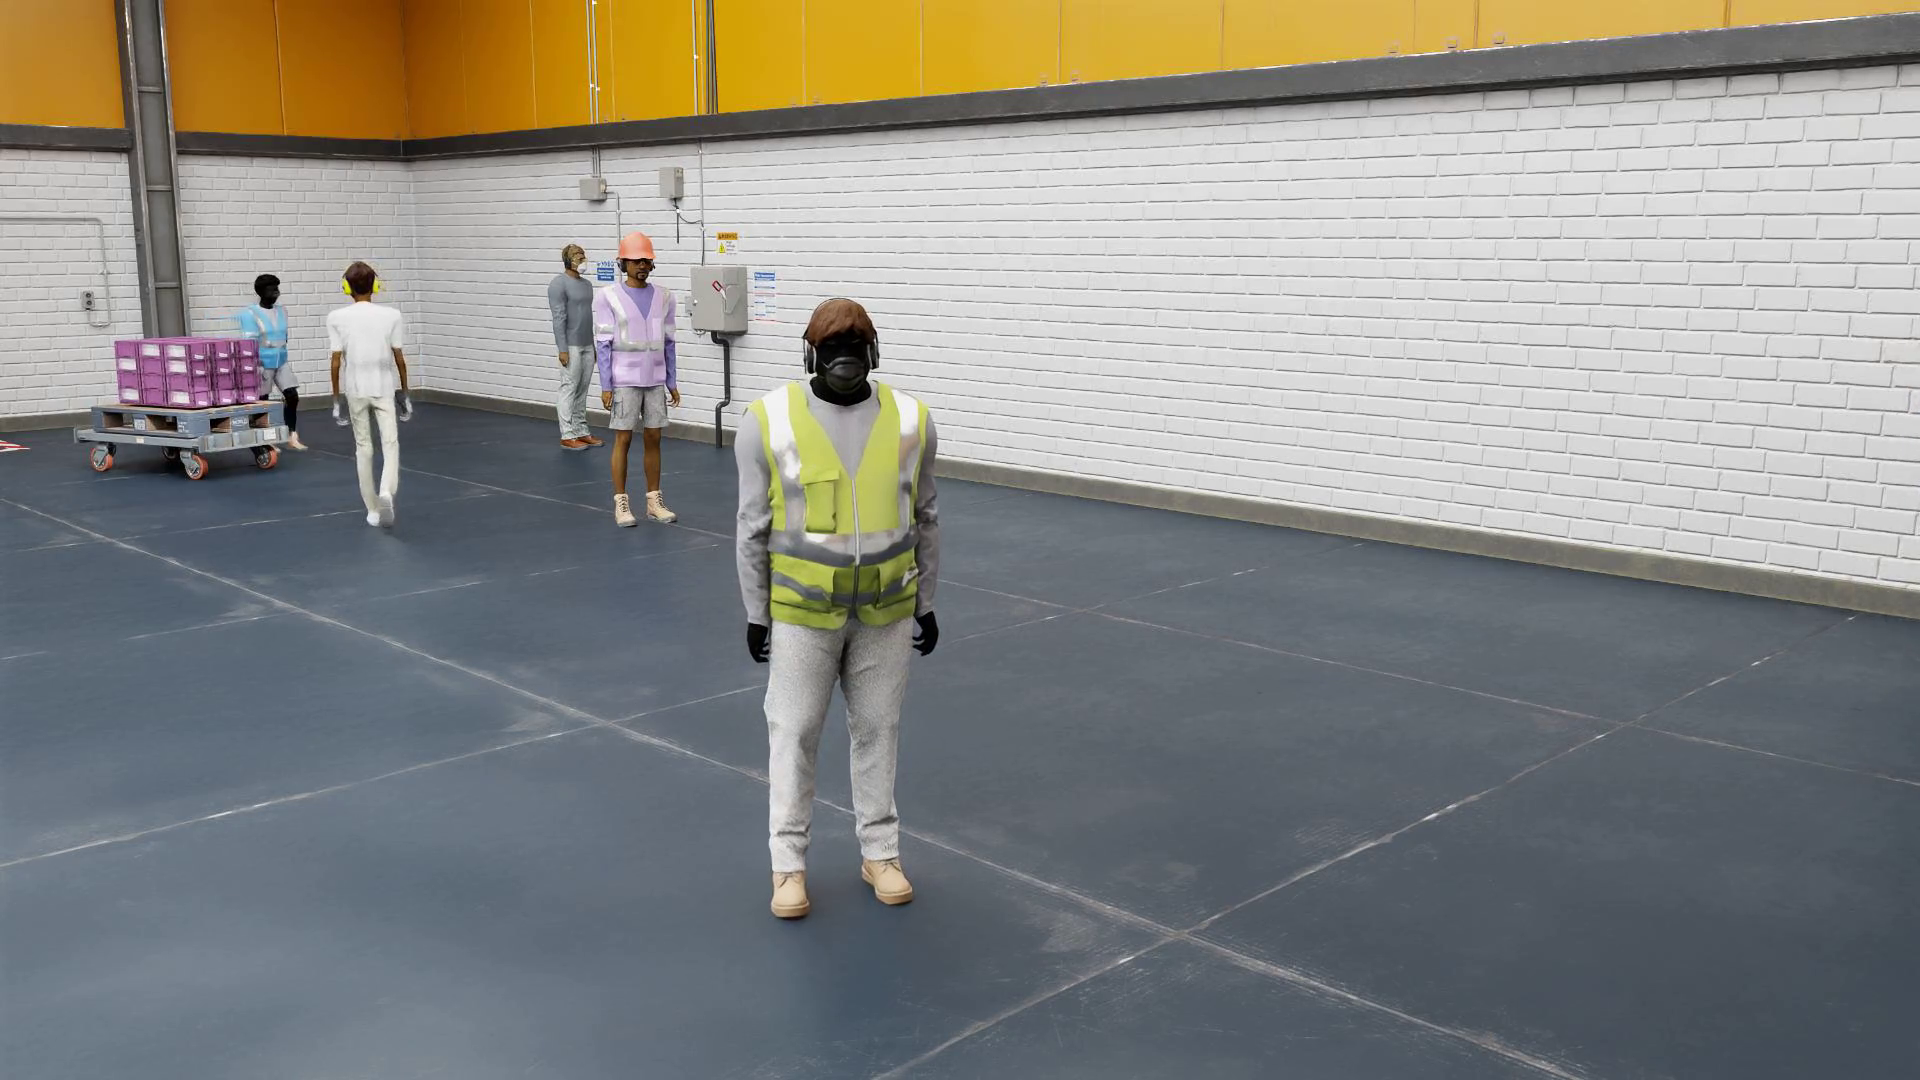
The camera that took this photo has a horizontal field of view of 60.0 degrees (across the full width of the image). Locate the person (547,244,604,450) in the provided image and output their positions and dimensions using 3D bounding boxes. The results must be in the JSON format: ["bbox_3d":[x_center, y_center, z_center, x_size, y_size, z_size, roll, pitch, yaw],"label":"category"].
[{"bbox_3d":[-3.644,-1.830,15.802,0.372,1.940,0.631,3,11,17],"label":"person"}]

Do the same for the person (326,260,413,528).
[{"bbox_3d":[-4.040,-0.984,11.419,0.532,1.853,0.702,-3,11,-18],"label":"person"}]

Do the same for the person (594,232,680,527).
[{"bbox_3d":[-2.234,-1.117,11.627,0.608,2.044,0.371,-8,13,-36],"label":"person"}]

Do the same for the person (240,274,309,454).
[{"bbox_3d":[-6.326,-1.605,15.314,0.581,1.674,0.540,6,12,29],"label":"person"}]

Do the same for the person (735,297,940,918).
[{"bbox_3d":[-0.349,0.203,4.983,0.624,1.844,0.430,-3,11,-16],"label":"person"}]
